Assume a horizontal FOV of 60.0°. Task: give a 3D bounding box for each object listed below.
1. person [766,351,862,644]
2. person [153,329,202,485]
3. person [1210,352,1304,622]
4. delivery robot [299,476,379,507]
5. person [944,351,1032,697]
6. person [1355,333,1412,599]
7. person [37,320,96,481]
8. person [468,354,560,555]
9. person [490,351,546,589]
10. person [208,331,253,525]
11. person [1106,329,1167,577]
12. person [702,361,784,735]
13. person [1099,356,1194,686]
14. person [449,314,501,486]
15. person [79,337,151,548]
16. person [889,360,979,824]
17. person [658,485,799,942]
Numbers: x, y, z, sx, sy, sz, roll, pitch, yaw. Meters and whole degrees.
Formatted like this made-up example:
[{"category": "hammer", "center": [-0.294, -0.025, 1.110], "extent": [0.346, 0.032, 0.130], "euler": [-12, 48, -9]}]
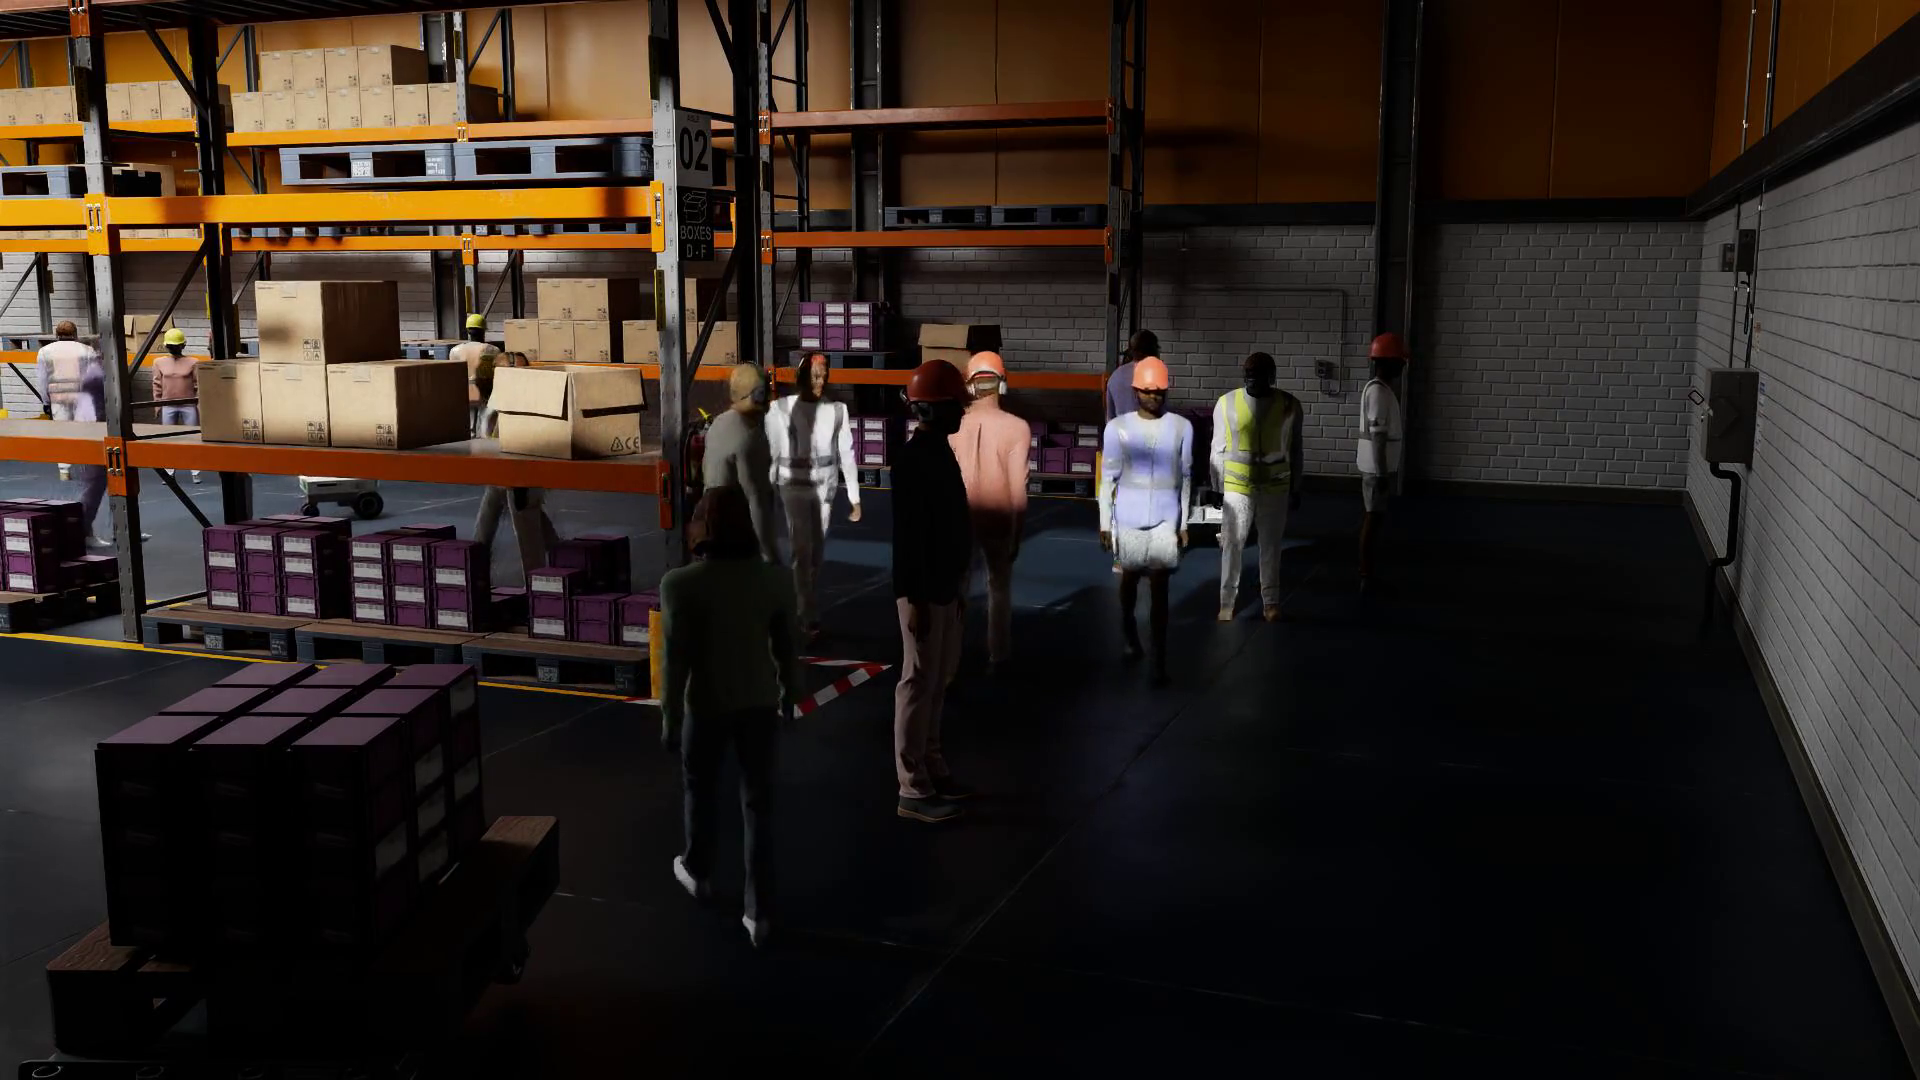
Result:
[{"category": "person", "center": [-0.897, -0.265, 10.665], "extent": [0.609, 1.861, 0.778], "euler": [-6, 11, -31]}, {"category": "person", "center": [-8.802, -1.497, 18.748], "extent": [0.524, 1.759, 0.328], "euler": [-3, 9, -17]}, {"category": "person", "center": [2.016, -0.354, 11.312], "extent": [0.631, 1.839, 0.428], "euler": [1, 9, 5]}, {"category": "delivery robot", "center": [-6.028, -0.530, 16.141], "extent": [0.707, 0.478, 0.477], "euler": [-4, 10, -25]}, {"category": "person", "center": [0.089, -0.098, 9.443], "extent": [0.619, 1.939, 1.041], "euler": [3, 9, 16]}, {"category": "person", "center": [3.091, -0.543, 12.188], "extent": [0.362, 1.939, 0.542], "euler": [2, 9, 12]}, {"category": "person", "center": [-10.222, -1.602, 19.143], "extent": [0.634, 1.841, 0.429], "euler": [-3, 10, -21]}, {"category": "person", "center": [-3.427, -0.522, 12.586], "extent": [0.979, 1.784, 0.605], "euler": [-1, 9, -6]}, {"category": "person", "center": [-3.058, -0.392, 11.575], "extent": [0.429, 1.836, 0.626], "euler": [-2, 9, -13]}, {"category": "person", "center": [-6.601, -0.970, 15.042], "extent": [0.355, 1.883, 0.573], "euler": [-2, 9, -13]}, {"category": "person", "center": [1.402, -0.686, 13.085], "extent": [0.372, 1.939, 0.629], "euler": [-6, 11, -35]}, {"category": "person", "center": [-1.109, 0.044, 8.557], "extent": [0.468, 1.913, 0.689], "euler": [-3, 10, -18]}, {"category": "person", "center": [1.102, -0.149, 9.903], "extent": [0.565, 1.900, 0.986], "euler": [0, 9, 0]}, {"category": "person", "center": [-5.404, -1.568, 18.666], "extent": [0.591, 1.923, 0.381], "euler": [0, 9, 0]}, {"category": "person", "center": [-7.378, -0.852, 14.364], "extent": [0.716, 1.865, 0.663], "euler": [-2, 9, -13]}, {"category": "person", "center": [-0.115, 0.215, 7.255], "extent": [0.377, 1.995, 0.608], "euler": [2, 9, 14]}, {"category": "person", "center": [-0.862, 0.597, 6.078], "extent": [0.537, 1.597, 0.802], "euler": [-4, 10, -21]}]
